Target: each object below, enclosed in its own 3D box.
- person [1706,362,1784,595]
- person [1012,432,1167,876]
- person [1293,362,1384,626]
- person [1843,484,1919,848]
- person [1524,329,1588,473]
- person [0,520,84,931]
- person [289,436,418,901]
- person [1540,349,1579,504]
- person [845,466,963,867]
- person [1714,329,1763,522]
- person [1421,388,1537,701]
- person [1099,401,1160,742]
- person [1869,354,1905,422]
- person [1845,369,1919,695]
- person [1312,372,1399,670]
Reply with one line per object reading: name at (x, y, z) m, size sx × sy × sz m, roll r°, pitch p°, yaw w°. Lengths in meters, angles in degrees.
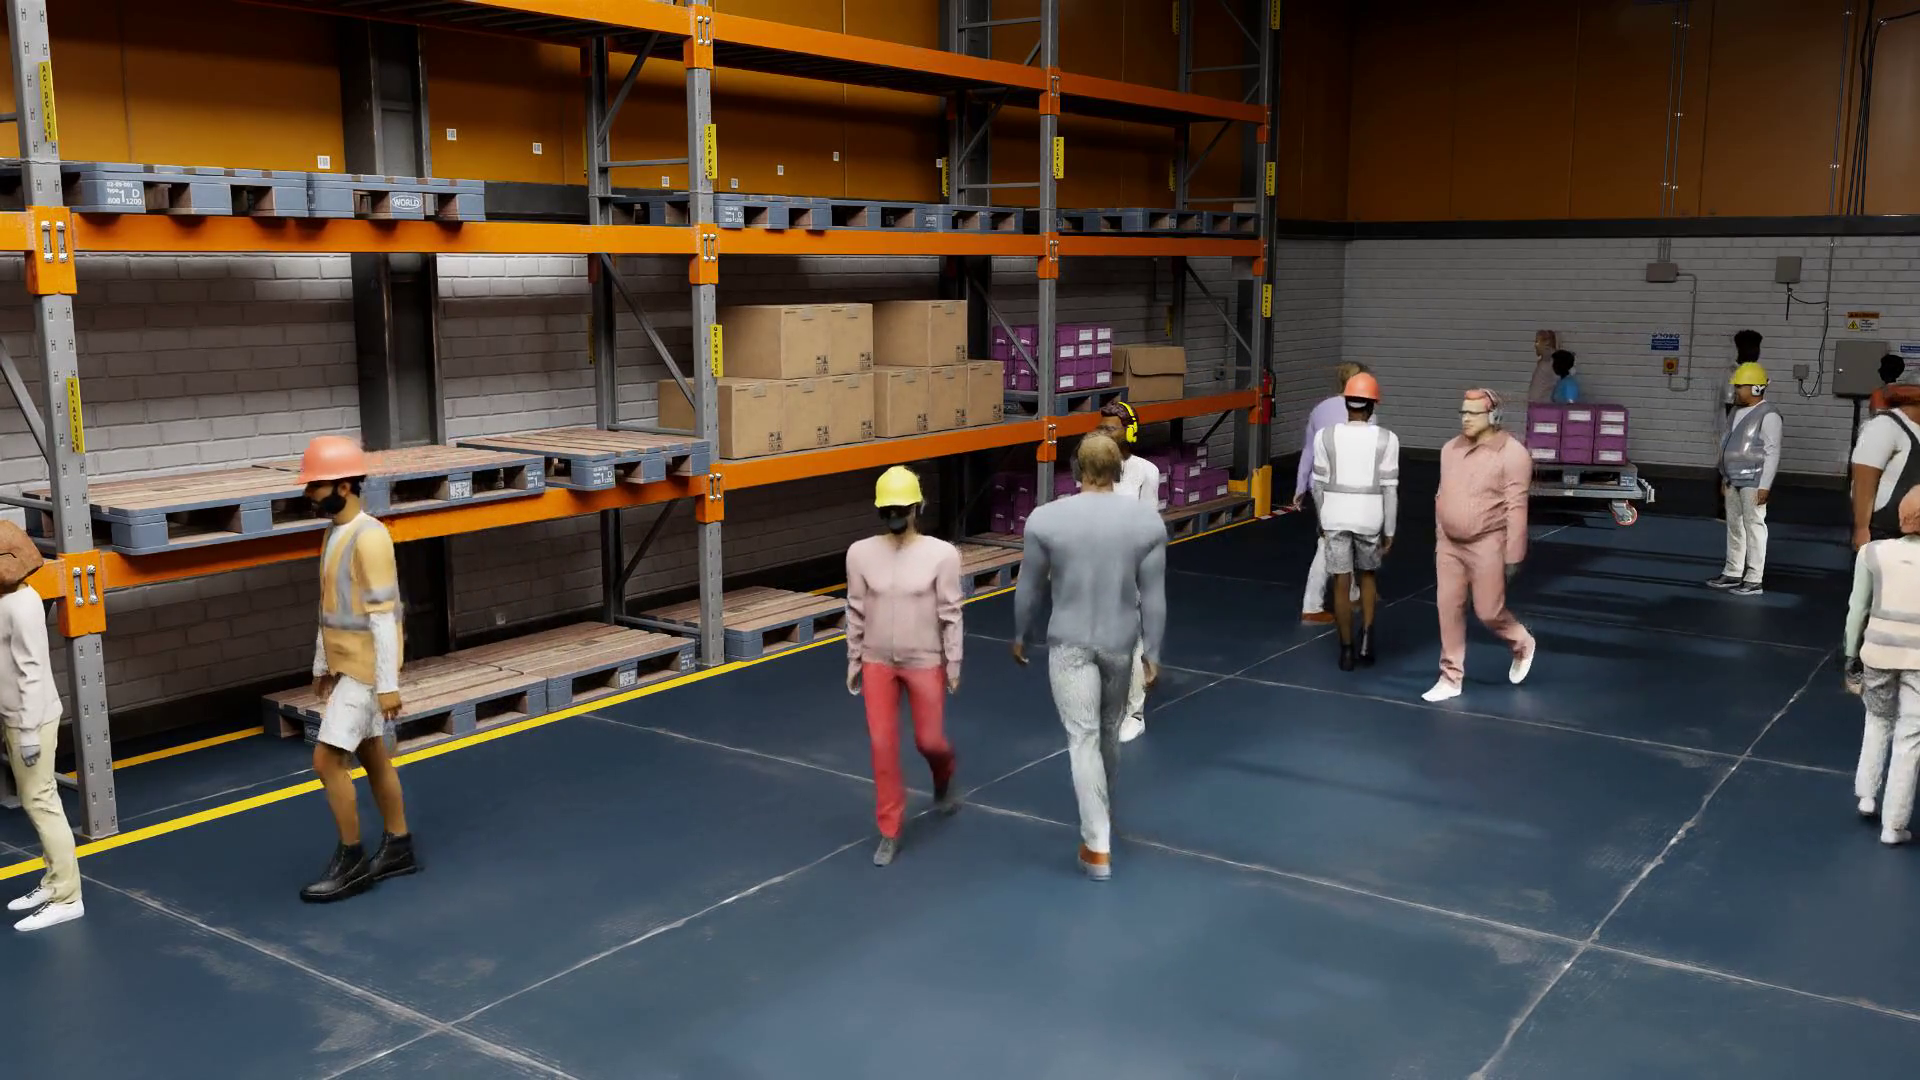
person at (6.204, -0.485, 13.147) m, size 0.403 × 1.830 × 0.600 m, roll -1°, pitch 10°, yaw -6°
person at (0.573, 0.460, 7.403) m, size 0.645 × 1.881 × 1.046 m, roll -2°, pitch 10°, yaw -9°
person at (2.827, -0.337, 12.083) m, size 0.936 × 1.894 × 0.687 m, roll -4°, pitch 11°, yaw -25°
person at (4.313, 0.560, 7.545) m, size 0.602 × 1.621 × 0.517 m, roll -9°, pitch 13°, yaw -42°
person at (6.727, -1.454, 18.846) m, size 0.957 × 1.866 × 0.645 m, roll 2°, pitch 10°, yaw 12°
person at (-3.695, 0.724, 6.576) m, size 0.289 × 1.629 × 0.498 m, roll -7°, pitch 12°, yaw -37°
person at (-2.577, 0.530, 6.851) m, size 0.660 × 1.912 × 0.565 m, roll -6°, pitch 11°, yaw -33°
person at (6.460, -1.215, 17.945) m, size 0.534 × 1.676 × 0.547 m, roll 2°, pitch 10°, yaw 13°
person at (-0.236, 0.522, 7.413) m, size 0.529 × 1.747 × 0.643 m, roll 2°, pitch 10°, yaw 10°
person at (7.788, -1.117, 16.562) m, size 0.615 × 1.945 × 0.482 m, roll -8°, pitch 13°, yaw -40°
person at (3.144, 0.027, 9.971) m, size 0.743 × 1.884 × 0.648 m, roll -6°, pitch 11°, yaw -33°
person at (0.853, 0.167, 9.153) m, size 0.513 × 1.872 × 0.328 m, roll 9°, pitch 13°, yaw 42°
person at (9.249, -1.000, 16.614) m, size 0.533 × 1.697 × 0.319 m, roll -5°, pitch 11°, yaw -28°
person at (5.733, -0.088, 10.161) m, size 0.778 × 2.000 × 0.533 m, roll -6°, pitch 11°, yaw -32°
person at (2.540, -0.120, 10.749) m, size 0.535 × 1.909 × 0.519 m, roll 2°, pitch 10°, yaw 12°
